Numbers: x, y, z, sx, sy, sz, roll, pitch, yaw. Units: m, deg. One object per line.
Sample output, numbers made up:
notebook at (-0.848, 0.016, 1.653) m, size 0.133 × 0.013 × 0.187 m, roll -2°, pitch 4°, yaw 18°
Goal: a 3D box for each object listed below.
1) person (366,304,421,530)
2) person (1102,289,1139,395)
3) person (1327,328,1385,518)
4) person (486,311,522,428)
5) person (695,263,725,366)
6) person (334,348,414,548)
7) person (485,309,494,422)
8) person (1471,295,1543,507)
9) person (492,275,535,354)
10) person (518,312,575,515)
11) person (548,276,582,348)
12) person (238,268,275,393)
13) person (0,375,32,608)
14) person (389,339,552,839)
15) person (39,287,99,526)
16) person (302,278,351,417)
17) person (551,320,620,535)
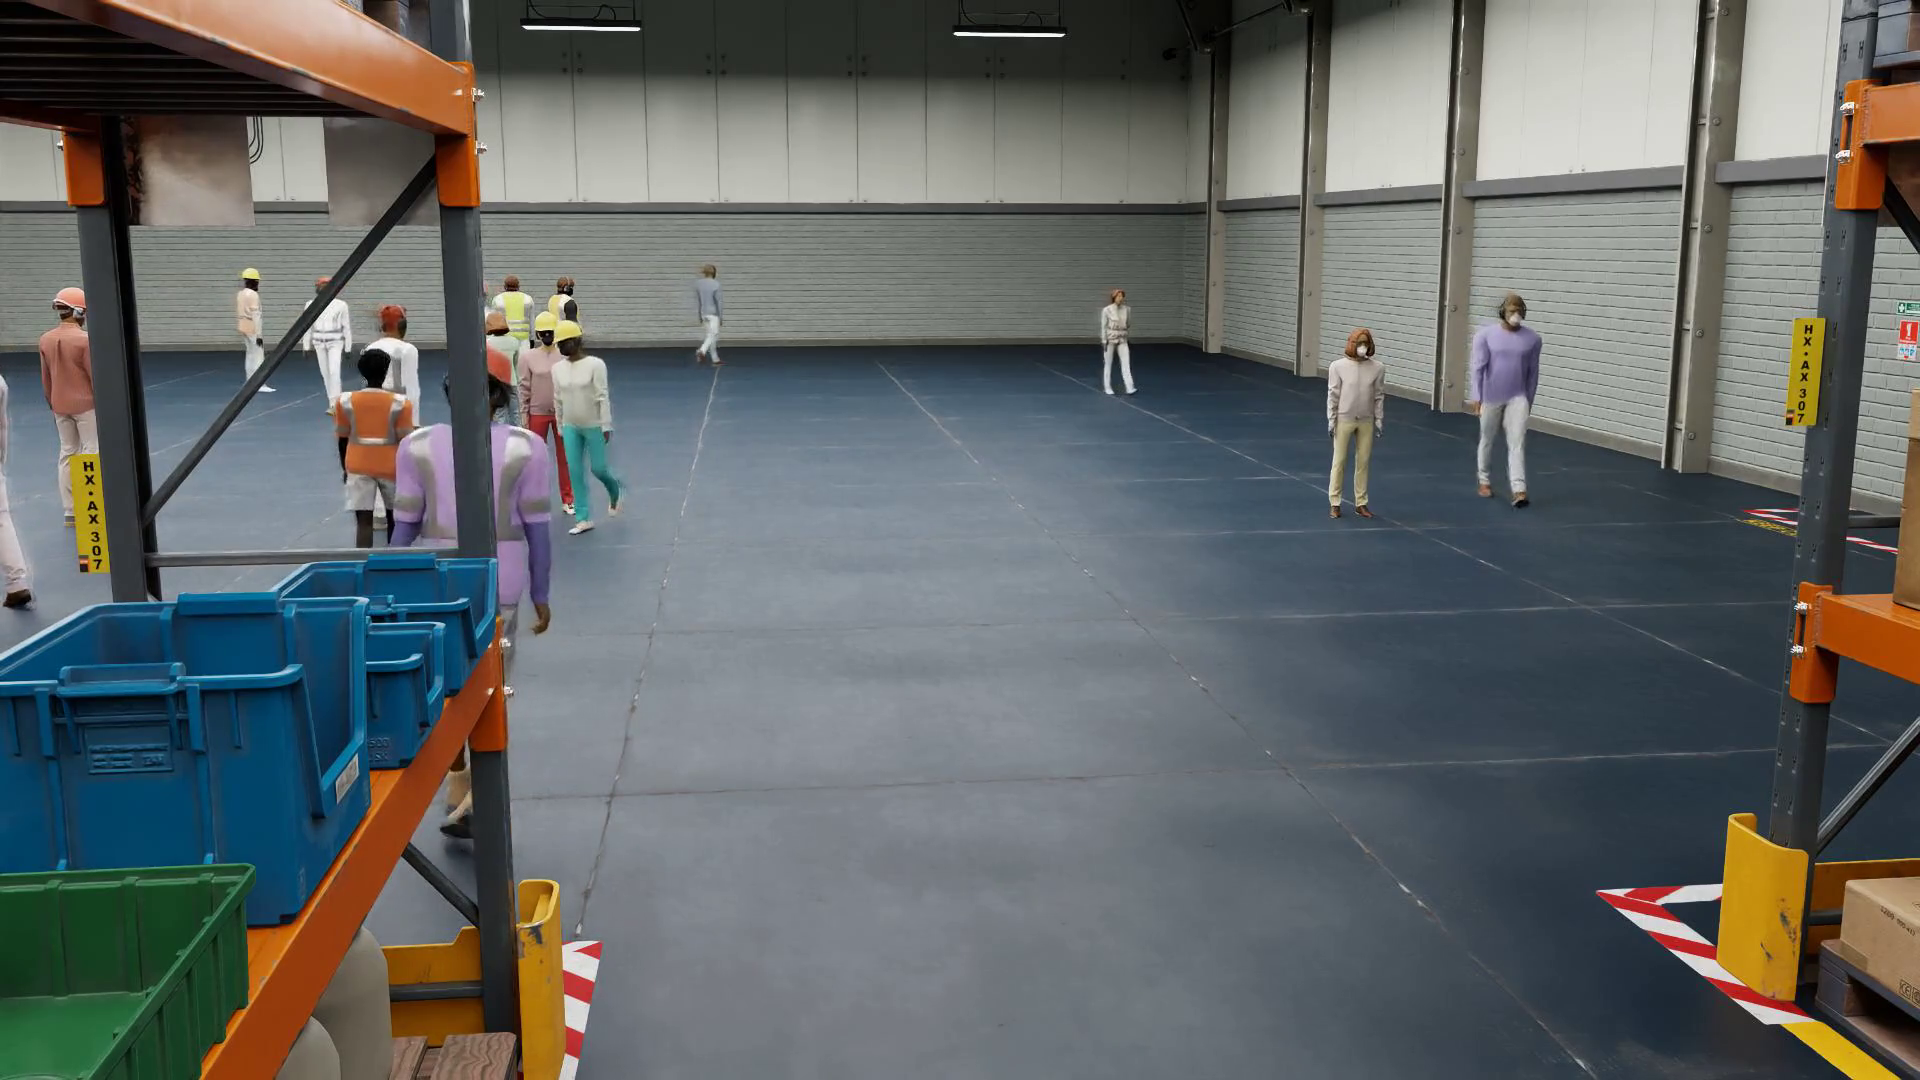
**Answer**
person at (-4.631, -1.018, 13.772) m, size 0.602 × 1.852 × 0.814 m, roll 5°, pitch 12°, yaw 26°
person at (2.412, -2.980, 25.173) m, size 0.544 × 1.600 × 0.821 m, roll -4°, pitch 11°, yaw -22°
person at (3.394, -1.003, 14.283) m, size 0.497 × 1.636 × 0.286 m, roll -1°, pitch 10°, yaw -5°
person at (-4.806, -1.575, 17.429) m, size 0.285 × 1.631 × 0.501 m, roll 7°, pitch 12°, yaw 32°
person at (-4.656, -4.158, 30.828) m, size 0.631 × 1.920 × 0.764 m, roll 7°, pitch 13°, yaw 36°
person at (-3.979, -0.475, 11.326) m, size 0.529 × 1.661 × 0.843 m, roll -2°, pitch 11°, yaw -12°
person at (-5.697, -2.118, 19.604) m, size 0.504 × 1.926 × 0.547 m, roll 3°, pitch 11°, yaw 16°
person at (4.930, -1.262, 15.047) m, size 0.638 × 1.888 × 1.038 m, roll 1°, pitch 10°, yaw 6°
person at (-6.573, -2.973, 24.521) m, size 0.626 × 1.844 × 0.429 m, roll -5°, pitch 11°, yaw -24°
person at (-3.531, -1.080, 14.350) m, size 0.527 × 1.768 × 0.314 m, roll -4°, pitch 11°, yaw -21°
person at (-5.612, -2.836, 23.777) m, size 0.429 × 1.842 × 0.626 m, roll -10°, pitch 14°, yaw -42°
person at (-10.964, -3.245, 25.785) m, size 0.377 × 1.924 × 0.623 m, roll -10°, pitch 14°, yaw -43°
person at (-6.459, -0.474, 10.797) m, size 1.003 × 1.862 × 0.643 m, roll 7°, pitch 13°, yaw 35°
person at (-1.993, 0.204, 6.699) m, size 0.679 × 2.001 × 0.824 m, roll -1°, pitch 10°, yaw -5°
person at (-7.295, -1.091, 13.796) m, size 0.608 × 1.989 × 0.386 m, roll 3°, pitch 11°, yaw 18°
person at (-8.509, -2.563, 22.259) m, size 0.580 × 1.852 × 0.886 m, roll 0°, pitch 10°, yaw 1°
person at (-3.057, -0.944, 13.659) m, size 0.540 × 1.738 × 0.647 m, roll 3°, pitch 11°, yaw 16°
